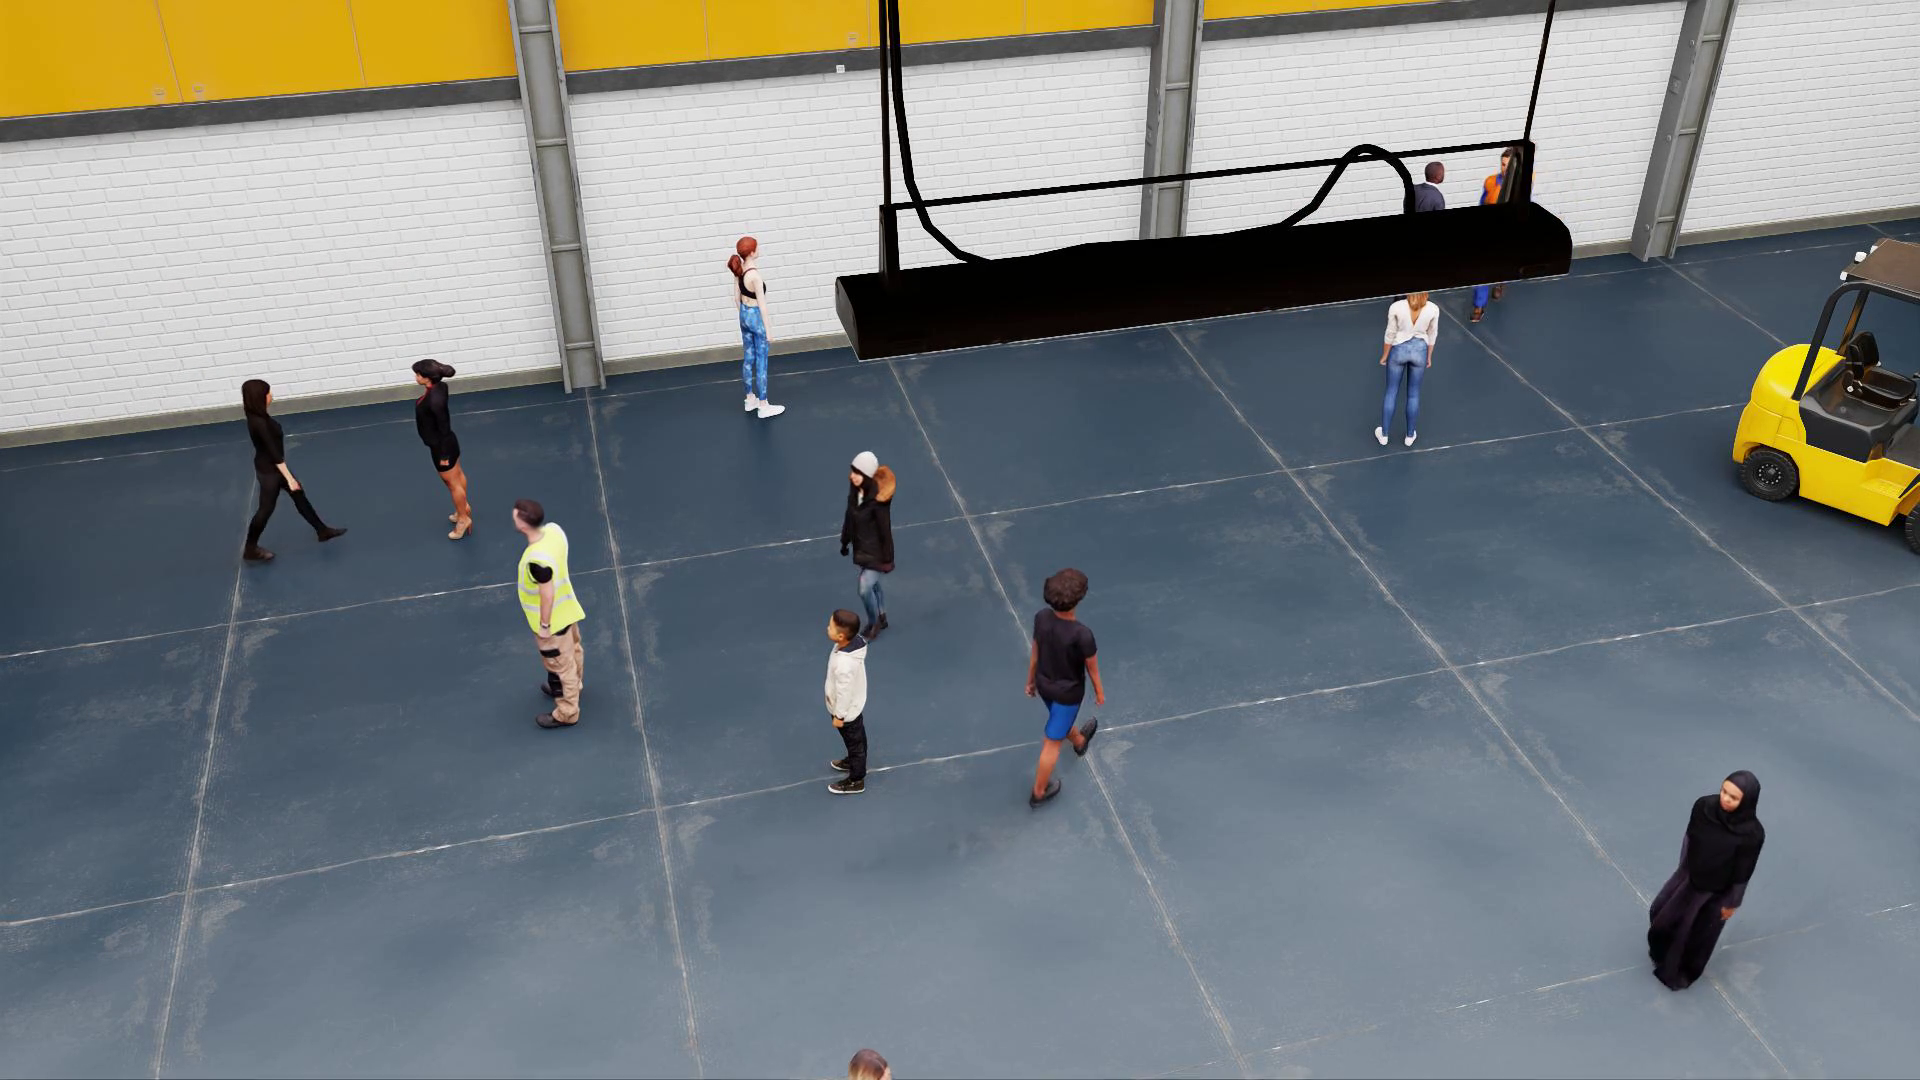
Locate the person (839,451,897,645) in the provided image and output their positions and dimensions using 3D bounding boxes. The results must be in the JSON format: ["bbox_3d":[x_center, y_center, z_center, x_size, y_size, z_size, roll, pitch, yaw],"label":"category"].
[{"bbox_3d":[-0.616,0.035,12.564,0.741,1.622,0.729,-24,40,-31],"label":"person"}]

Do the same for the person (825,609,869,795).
[{"bbox_3d":[-0.744,1.068,11.161,0.612,1.455,0.634,1,34,2],"label":"person"}]

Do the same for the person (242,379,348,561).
[{"bbox_3d":[-5.633,-0.522,13.423,1.121,1.599,0.750,-16,37,-22],"label":"person"}]

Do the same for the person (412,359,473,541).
[{"bbox_3d":[-4.262,-0.766,13.754,0.630,1.639,0.584,-5,34,-8],"label":"person"}]

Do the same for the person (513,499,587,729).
[{"bbox_3d":[-2.877,0.488,11.681,0.810,1.845,0.782,1,34,1],"label":"person"}]

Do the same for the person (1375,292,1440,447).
[{"bbox_3d":[4.041,-1.647,15.006,0.602,1.720,0.741,5,34,7],"label":"person"}]

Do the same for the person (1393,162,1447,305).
[{"bbox_3d":[4.690,-2.976,16.912,0.709,1.824,0.756,-19,38,-26],"label":"person"}]

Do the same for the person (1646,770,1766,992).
[{"bbox_3d":[4.421,1.953,9.690,0.856,1.609,0.754,-23,40,-31],"label":"person"}]

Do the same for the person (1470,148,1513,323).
[{"bbox_3d":[5.588,-3.182,17.204,1.063,1.843,1.094,18,38,25],"label":"person"}]

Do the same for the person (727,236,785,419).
[{"bbox_3d":[-1.911,-1.987,15.459,0.717,1.785,0.677,-28,43,-35],"label":"person"}]

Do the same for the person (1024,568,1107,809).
[{"bbox_3d":[0.608,1.022,10.960,1.035,1.754,1.182,24,41,32],"label":"person"}]
